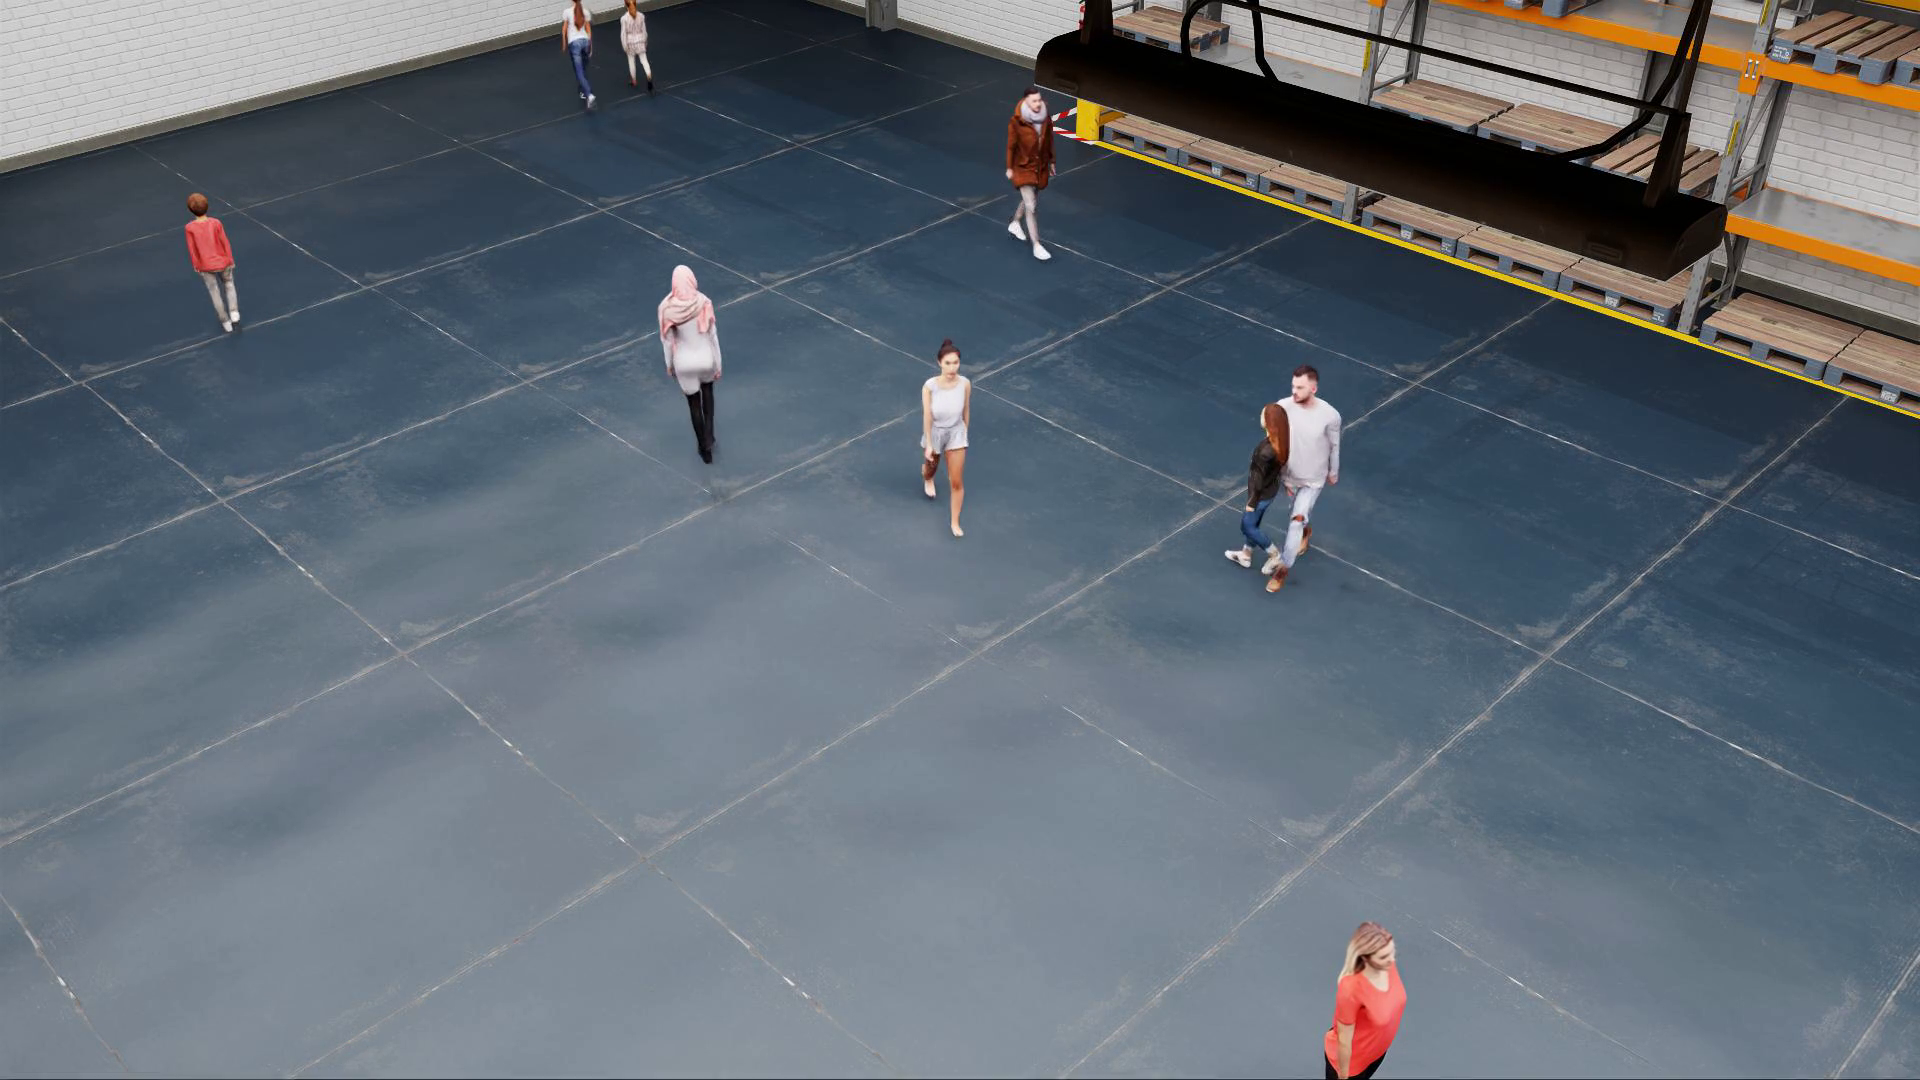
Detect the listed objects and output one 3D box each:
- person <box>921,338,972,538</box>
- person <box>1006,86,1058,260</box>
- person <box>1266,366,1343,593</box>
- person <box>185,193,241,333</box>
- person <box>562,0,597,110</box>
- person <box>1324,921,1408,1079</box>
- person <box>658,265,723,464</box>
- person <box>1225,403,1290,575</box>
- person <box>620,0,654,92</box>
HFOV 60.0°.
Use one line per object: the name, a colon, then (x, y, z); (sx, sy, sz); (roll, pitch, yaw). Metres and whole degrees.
person: (-0.145, -0.864, 13.434); (0.931, 1.576, 1.089); (-6, 34, -9)
person: (0.716, -4.002, 17.954); (0.849, 1.798, 1.177); (-20, 39, -27)
person: (2.650, -0.556, 12.782); (1.223, 1.785, 0.993); (17, 37, 24)
person: (-7.334, -2.706, 16.354); (0.613, 1.411, 0.669); (-16, 37, -23)
person: (-4.999, -6.473, 21.921); (0.756, 1.522, 1.123); (-18, 37, -24)
person: (1.949, 2.522, 8.233); (0.546, 1.694, 0.603); (25, 41, 32)
person: (-2.239, -1.450, 14.121); (0.784, 1.791, 0.827); (-8, 34, -12)
person: (2.366, -0.366, 12.780); (0.841, 1.471, 0.717); (13, 36, 19)
person: (-4.365, -6.709, 22.480); (0.687, 1.297, 0.925); (-17, 37, -24)
